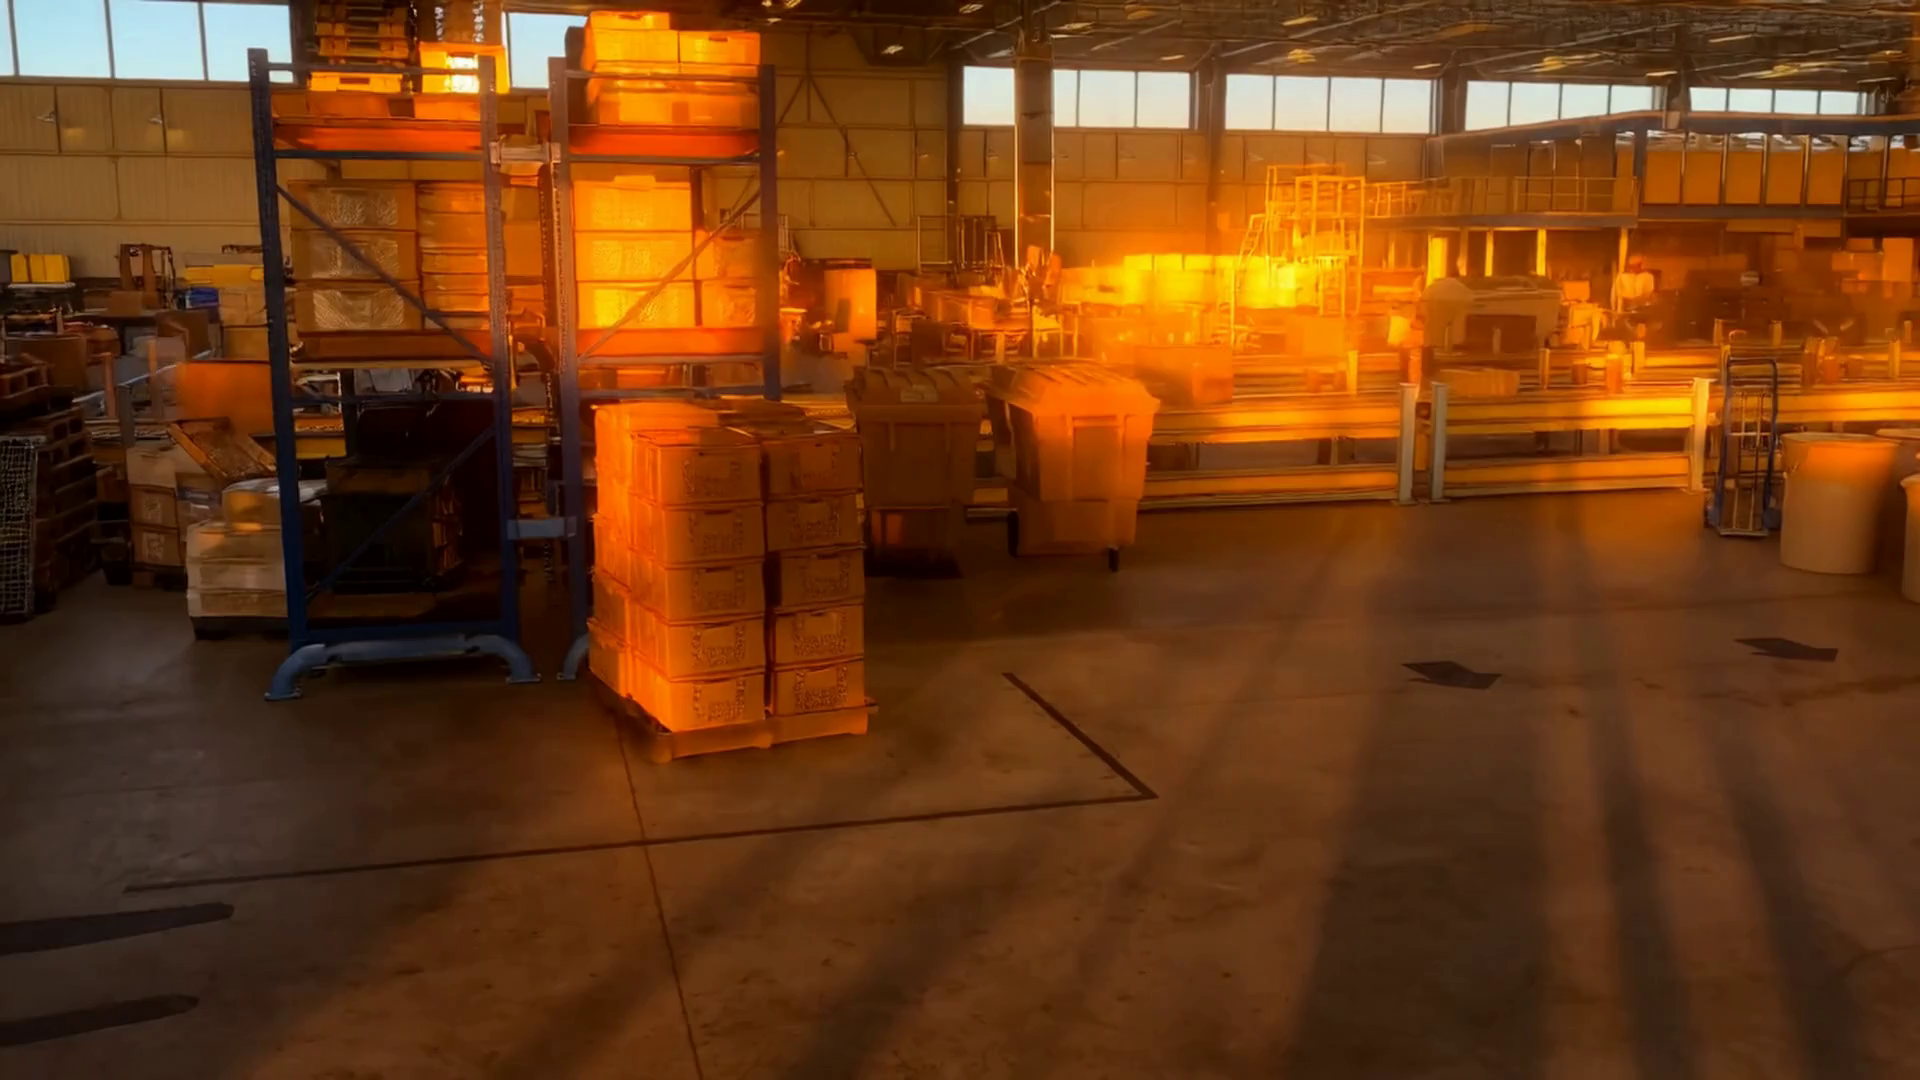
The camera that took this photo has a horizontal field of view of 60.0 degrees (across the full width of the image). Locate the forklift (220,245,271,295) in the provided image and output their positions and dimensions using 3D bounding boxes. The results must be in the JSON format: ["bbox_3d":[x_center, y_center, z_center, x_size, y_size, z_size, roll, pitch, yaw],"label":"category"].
[{"bbox_3d":[-17.749,-6.334,41.440,1.157,1.987,2.680,-3,10,-17],"label":"forklift"}]

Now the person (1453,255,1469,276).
[{"bbox_3d":[16.090,-8.257,53.669,0.598,1.830,0.976,-2,10,-9],"label":"person"}]

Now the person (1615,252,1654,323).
[{"bbox_3d":[11.844,-4.038,29.210,0.631,2.027,0.423,6,11,29],"label":"person"}]

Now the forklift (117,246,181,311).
[{"bbox_3d":[-19.966,-6.232,40.894,1.157,1.987,2.680,-3,10,-15],"label":"forklift"}]

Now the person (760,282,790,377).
[{"bbox_3d":[-2.226,-2.164,19.373,0.479,1.751,0.545,10,14,44],"label":"person"}]

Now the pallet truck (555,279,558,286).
[{"bbox_3d":[-10.604,-6.375,44.520,0.653,1.274,1.630,-3,10,-15],"label":"pallet truck"}]
